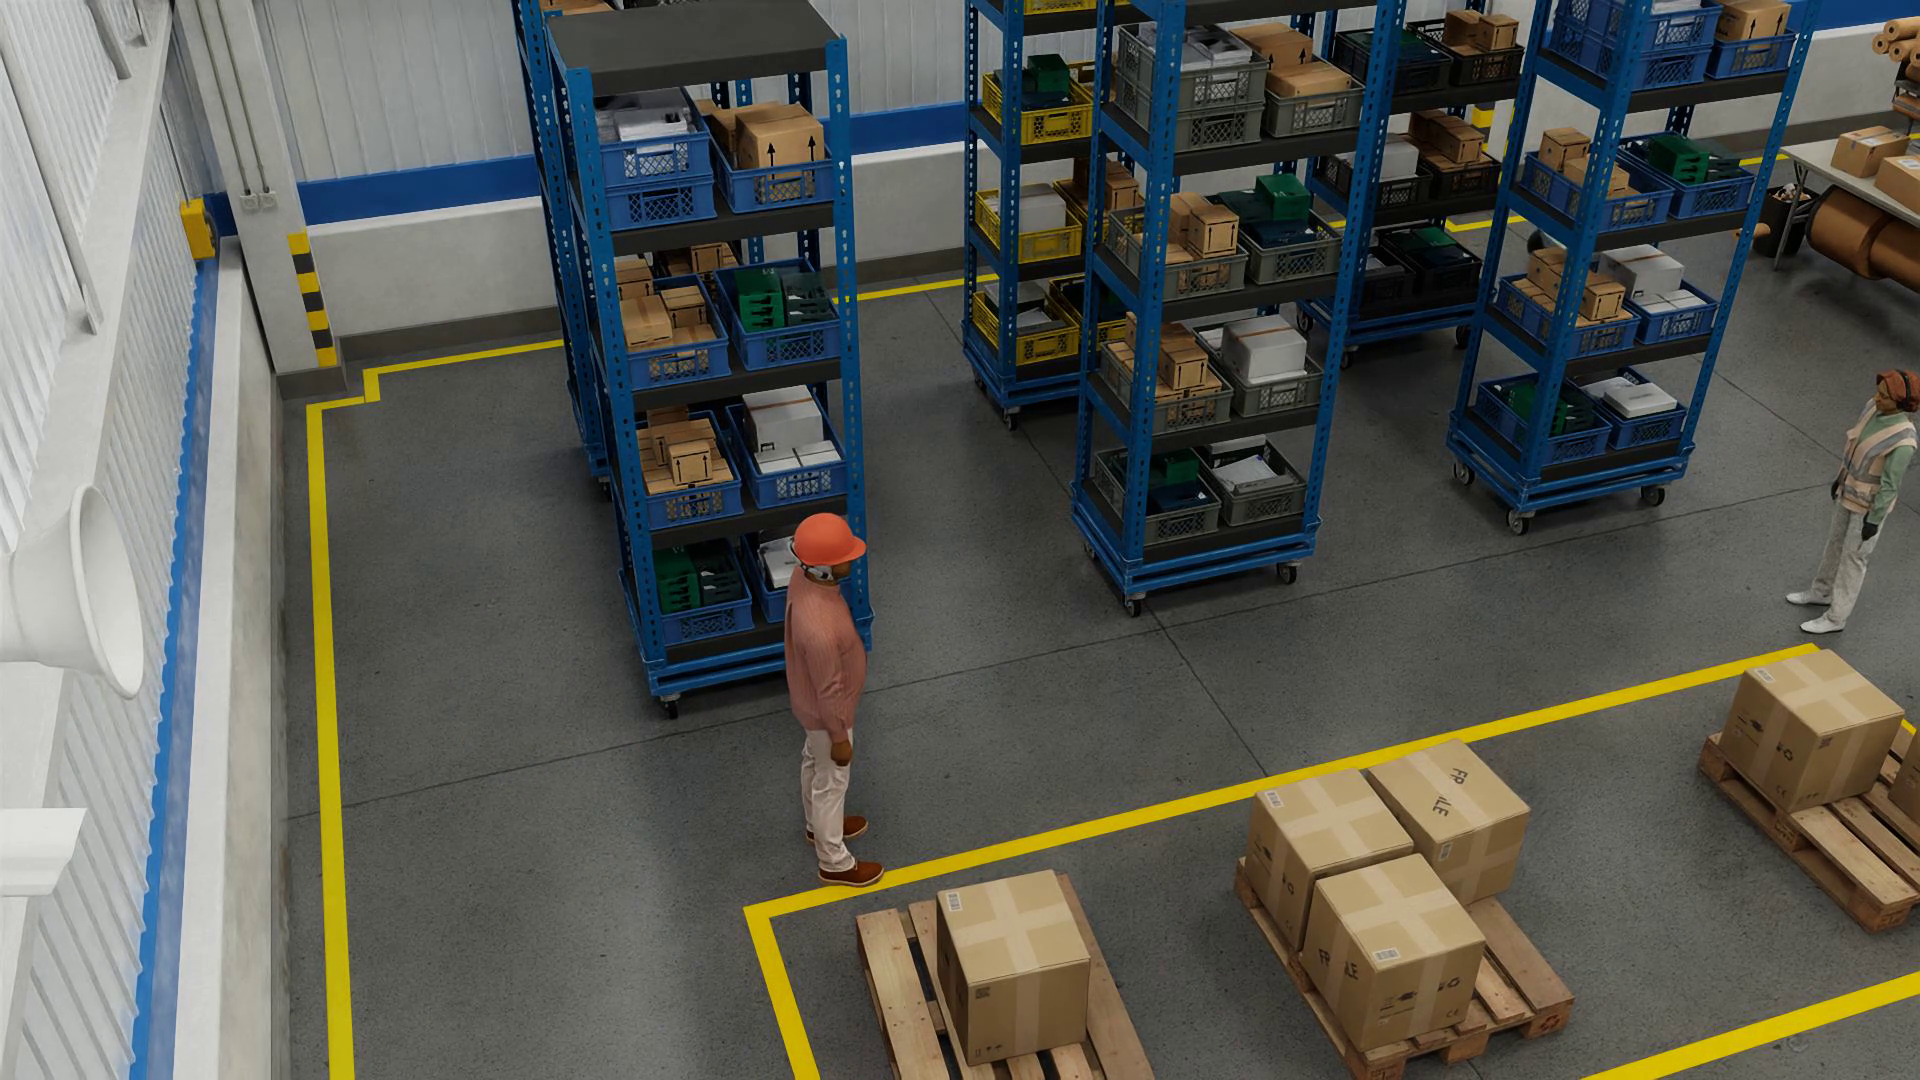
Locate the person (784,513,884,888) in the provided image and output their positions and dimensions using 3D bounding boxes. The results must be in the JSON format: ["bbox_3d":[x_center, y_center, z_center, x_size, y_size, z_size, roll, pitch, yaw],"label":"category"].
[{"bbox_3d":[-0.587,0.722,7.524,0.378,1.995,0.609,-8,36,-11],"label":"person"}]

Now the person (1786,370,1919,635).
[{"bbox_3d":[4.969,-0.215,9.165,0.313,1.634,0.514,3,35,4],"label":"person"}]

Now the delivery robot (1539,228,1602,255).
[{"bbox_3d":[4.976,-2.453,13.179,0.707,0.478,0.477,-7,36,-9],"label":"delivery robot"}]
